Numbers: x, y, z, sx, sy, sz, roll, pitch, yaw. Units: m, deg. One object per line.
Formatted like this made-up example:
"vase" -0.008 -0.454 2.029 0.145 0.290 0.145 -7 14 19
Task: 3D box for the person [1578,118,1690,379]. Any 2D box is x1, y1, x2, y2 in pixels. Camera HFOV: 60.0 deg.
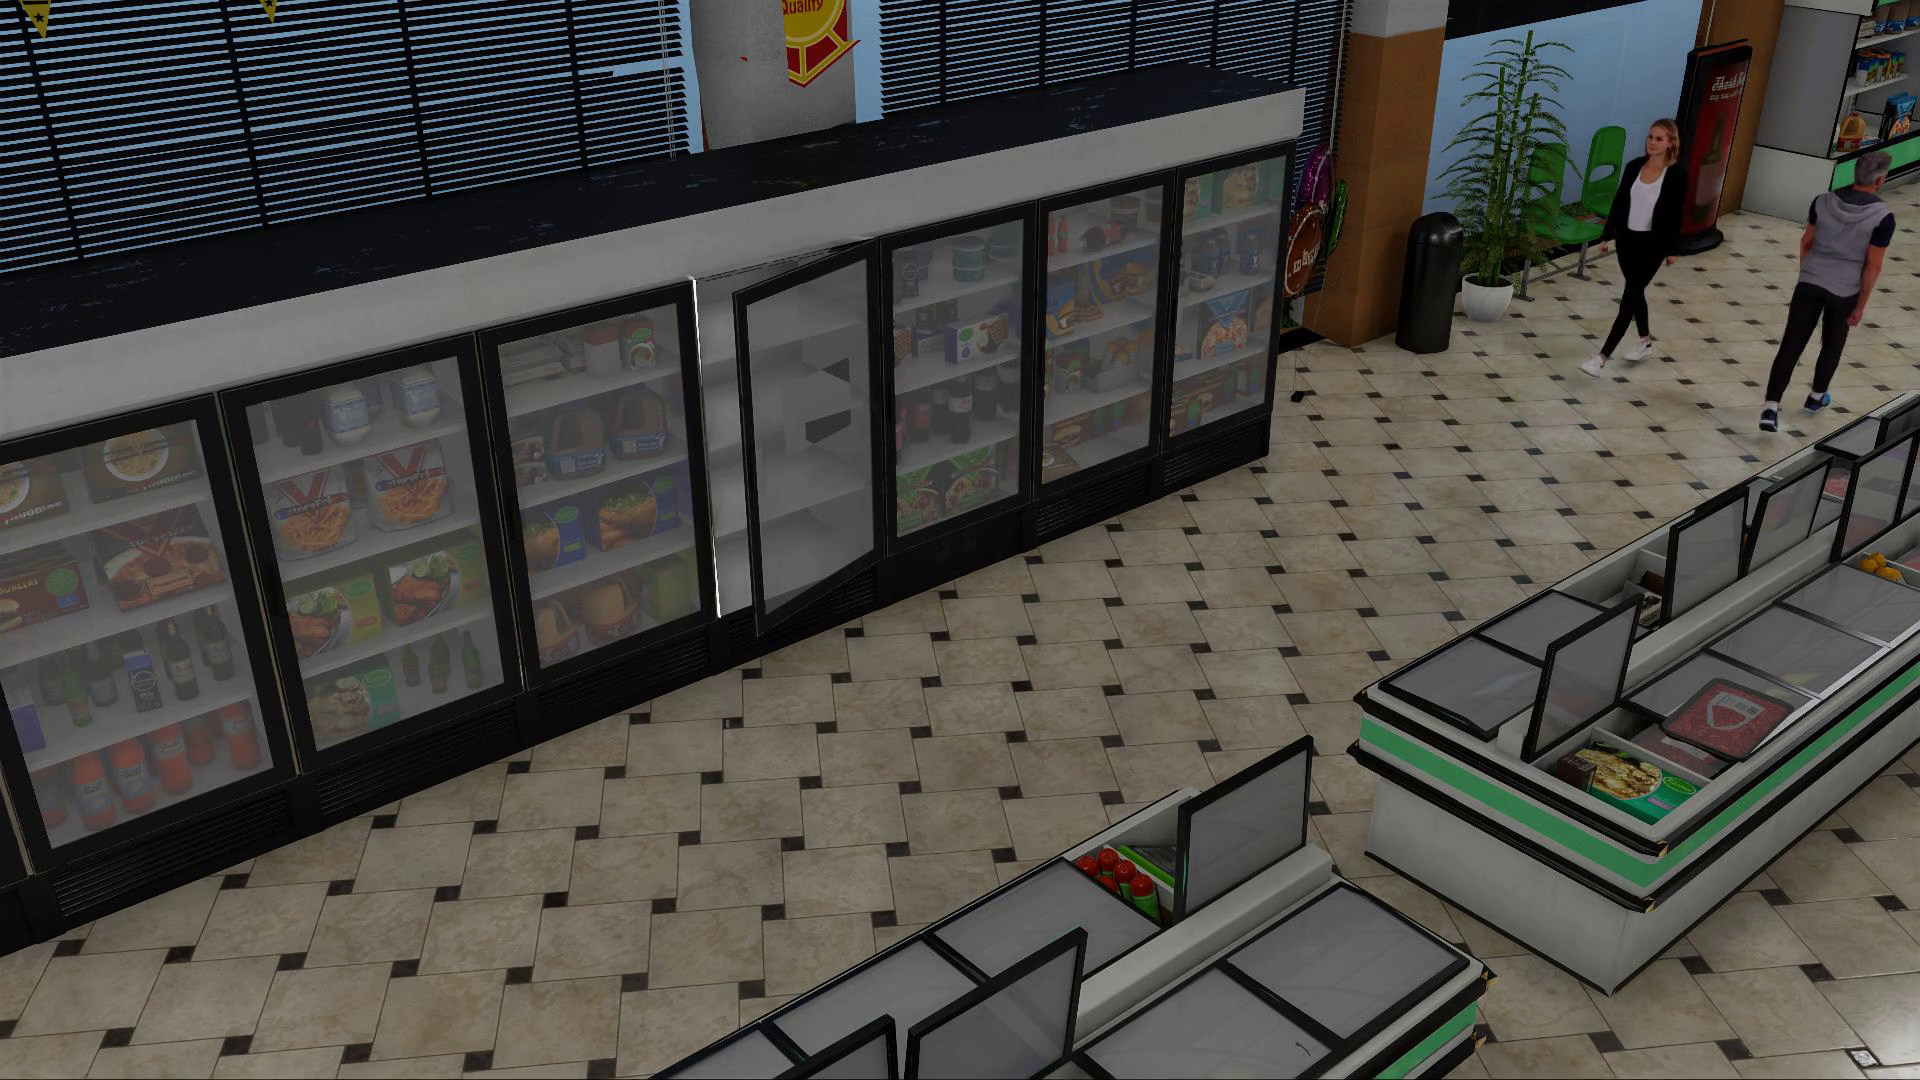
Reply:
"person" 4.740 -1.993 11.467 1.167 1.746 0.667 -19 32 -32

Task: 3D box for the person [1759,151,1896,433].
"person" 5.427 -1.511 10.484 0.831 1.775 1.272 21 33 35
